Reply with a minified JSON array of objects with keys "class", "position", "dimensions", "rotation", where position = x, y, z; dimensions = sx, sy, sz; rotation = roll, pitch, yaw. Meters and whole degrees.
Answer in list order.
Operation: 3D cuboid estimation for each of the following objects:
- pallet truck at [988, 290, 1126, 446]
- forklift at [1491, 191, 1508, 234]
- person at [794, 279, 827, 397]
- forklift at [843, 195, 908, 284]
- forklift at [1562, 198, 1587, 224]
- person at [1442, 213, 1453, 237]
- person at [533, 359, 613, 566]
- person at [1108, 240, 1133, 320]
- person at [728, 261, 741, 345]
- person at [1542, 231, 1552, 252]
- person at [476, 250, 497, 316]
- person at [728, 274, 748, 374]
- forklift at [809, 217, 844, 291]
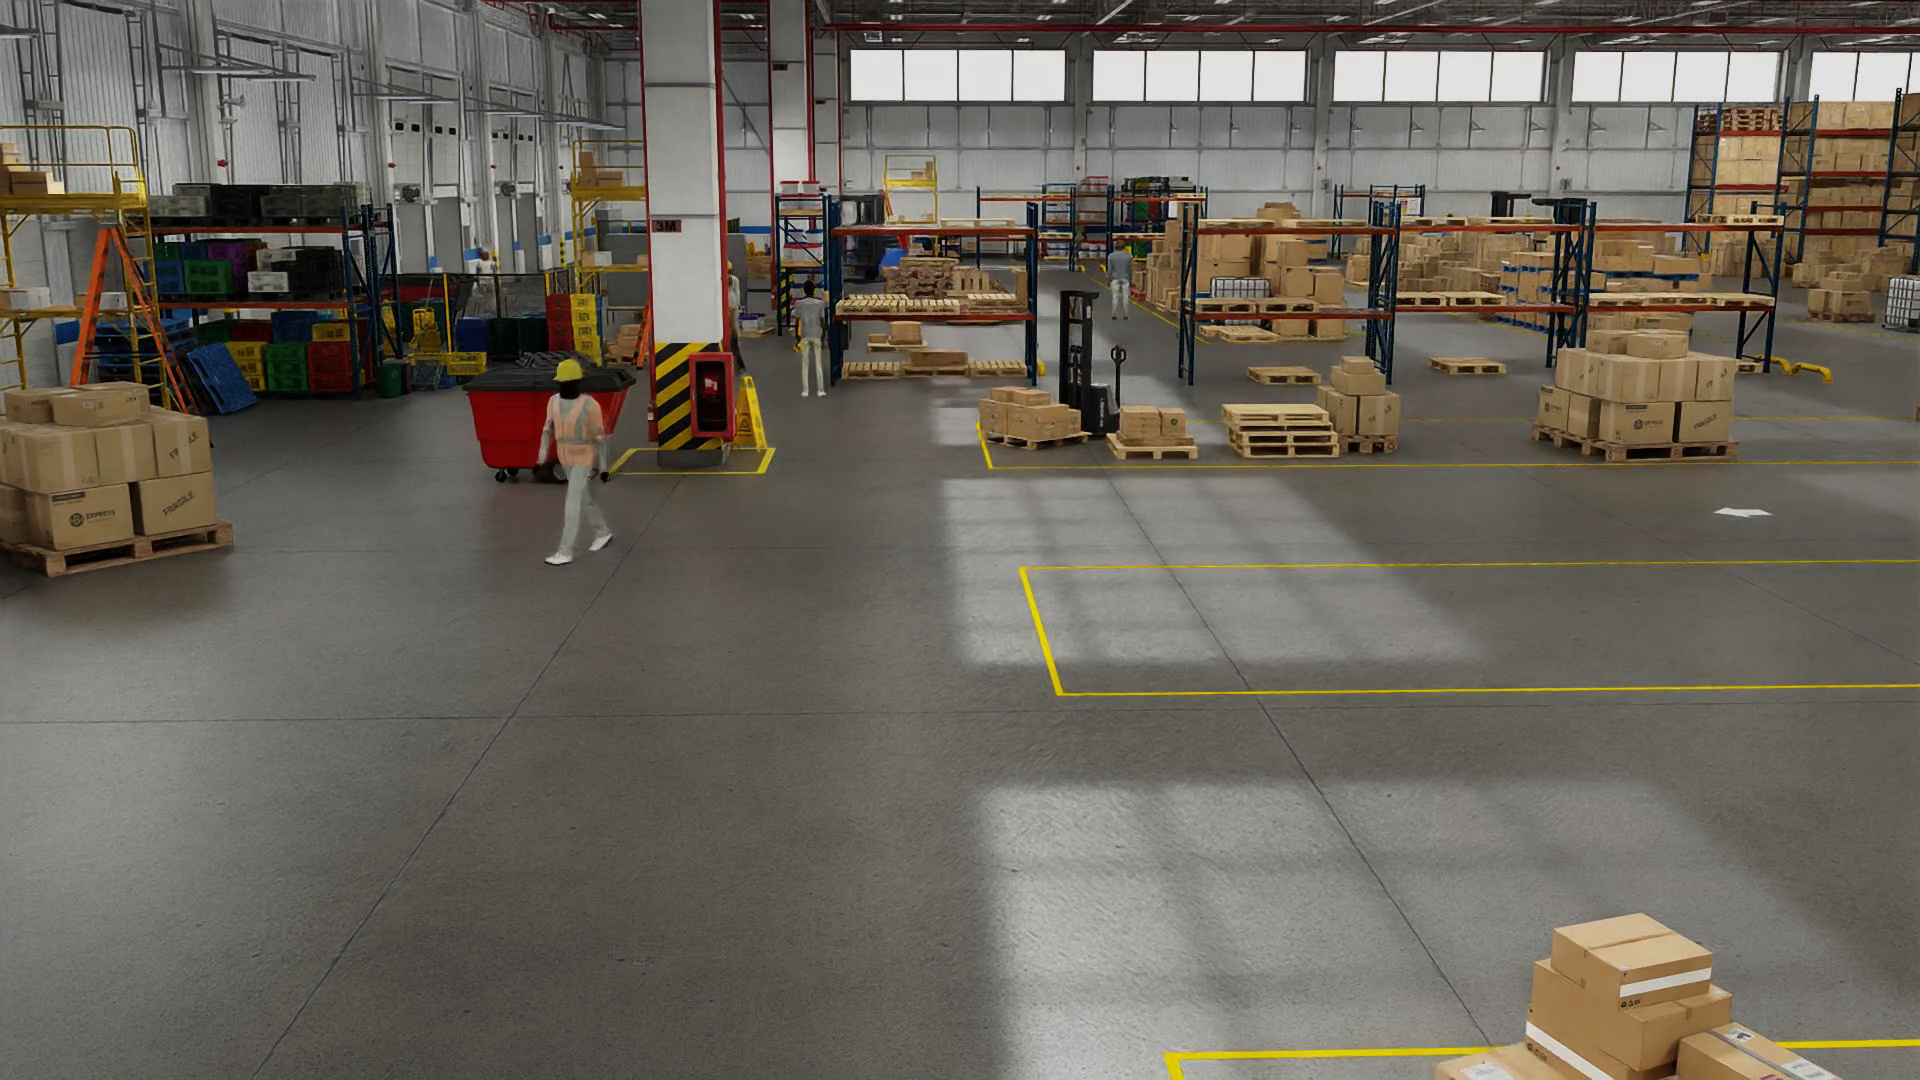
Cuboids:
[{"class":"pallet truck","position":[1.257,-2.299,22.111],"dimensions":[1.885,1.965,0.823],"rotation":[-9,15,-35]},{"class":"forklift","position":[20.318,-11.776,62.890],"dimensions":[1.873,2.768,1.129],"rotation":[0,12,-2]},{"class":"person","position":[-2.380,-3.207,26.496],"dimensions":[0.520,1.874,0.327],"rotation":[0,12,-1]},{"class":"forklift","position":[-2.698,-9.623,53.167],"dimensions":[1.873,2.768,1.129],"rotation":[-7,14,-28]},{"class":"forklift","position":[17.204,-8.212,46.797],"dimensions":[1.873,2.768,1.129],"rotation":[0,12,-2]},{"class":"person","position":[19.200,-11.839,65.317],"dimensions":[0.627,1.941,0.370],"rotation":[0,12,-1]},{"class":"person","position":[-3.537,-0.751,15.393],"dimensions":[0.590,1.884,0.989],"rotation":[8,15,32]},{"class":"person","position":[3.867,-6.276,40.199],"dimensions":[0.627,1.941,0.370],"rotation":[0,12,-1]},{"class":"person","position":[-4.781,-4.881,34.345],"dimensions":[0.484,1.745,0.298],"rotation":[0,12,-1]},{"class":"person","position":[17.357,-8.211,48.805],"dimensions":[0.610,1.996,0.378],"rotation":[0,12,-1]},{"class":"person","position":[-11.764,-6.397,41.451],"dimensions":[0.551,1.615,0.599],"rotation":[-1,13,-5]},{"class":"person","position":[-4.103,-3.769,29.219],"dimensions":[0.519,1.797,0.956],"rotation":[5,14,23]},{"class":"forklift","position":[-4.375,-8.619,48.637],"dimensions":[1.873,2.768,1.129],"rotation":[0,12,-2]}]
